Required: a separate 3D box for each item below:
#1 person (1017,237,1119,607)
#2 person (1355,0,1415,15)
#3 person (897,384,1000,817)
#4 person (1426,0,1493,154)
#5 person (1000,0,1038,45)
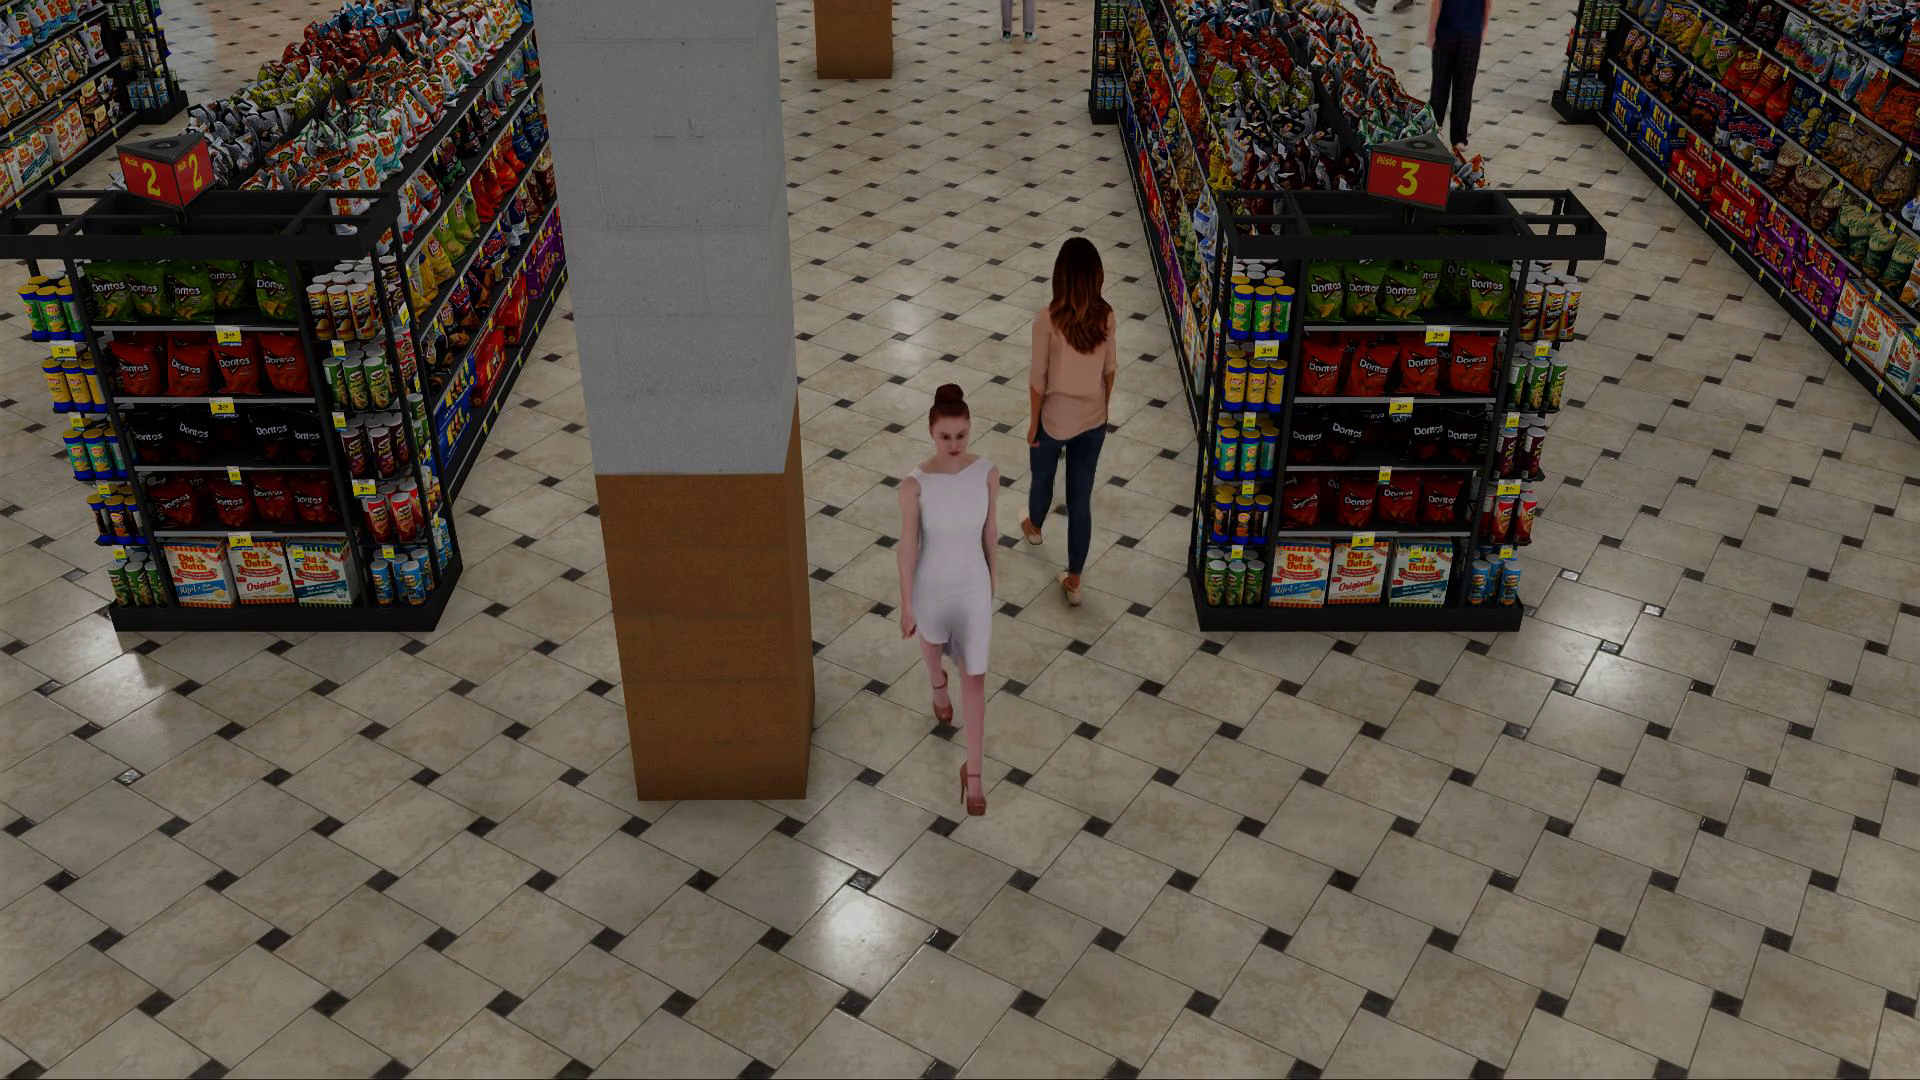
[{"bbox_3d":[0.542,-0.496,7.760,0.775,1.755,1.083,-7,33,-11],"label":"person"},{"bbox_3d":[4.631,-6.218,17.159,1.072,1.539,1.089,-22,38,-31],"label":"person"},{"bbox_3d":[-0.069,0.173,6.704,0.746,1.735,1.148,-7,32,-10],"label":"person"},{"bbox_3d":[4.025,-4.136,13.543,0.767,1.826,1.145,4,32,6],"label":"person"},{"bbox_3d":[0.556,-5.789,16.190,0.709,1.837,0.566,3,32,4],"label":"person"}]
